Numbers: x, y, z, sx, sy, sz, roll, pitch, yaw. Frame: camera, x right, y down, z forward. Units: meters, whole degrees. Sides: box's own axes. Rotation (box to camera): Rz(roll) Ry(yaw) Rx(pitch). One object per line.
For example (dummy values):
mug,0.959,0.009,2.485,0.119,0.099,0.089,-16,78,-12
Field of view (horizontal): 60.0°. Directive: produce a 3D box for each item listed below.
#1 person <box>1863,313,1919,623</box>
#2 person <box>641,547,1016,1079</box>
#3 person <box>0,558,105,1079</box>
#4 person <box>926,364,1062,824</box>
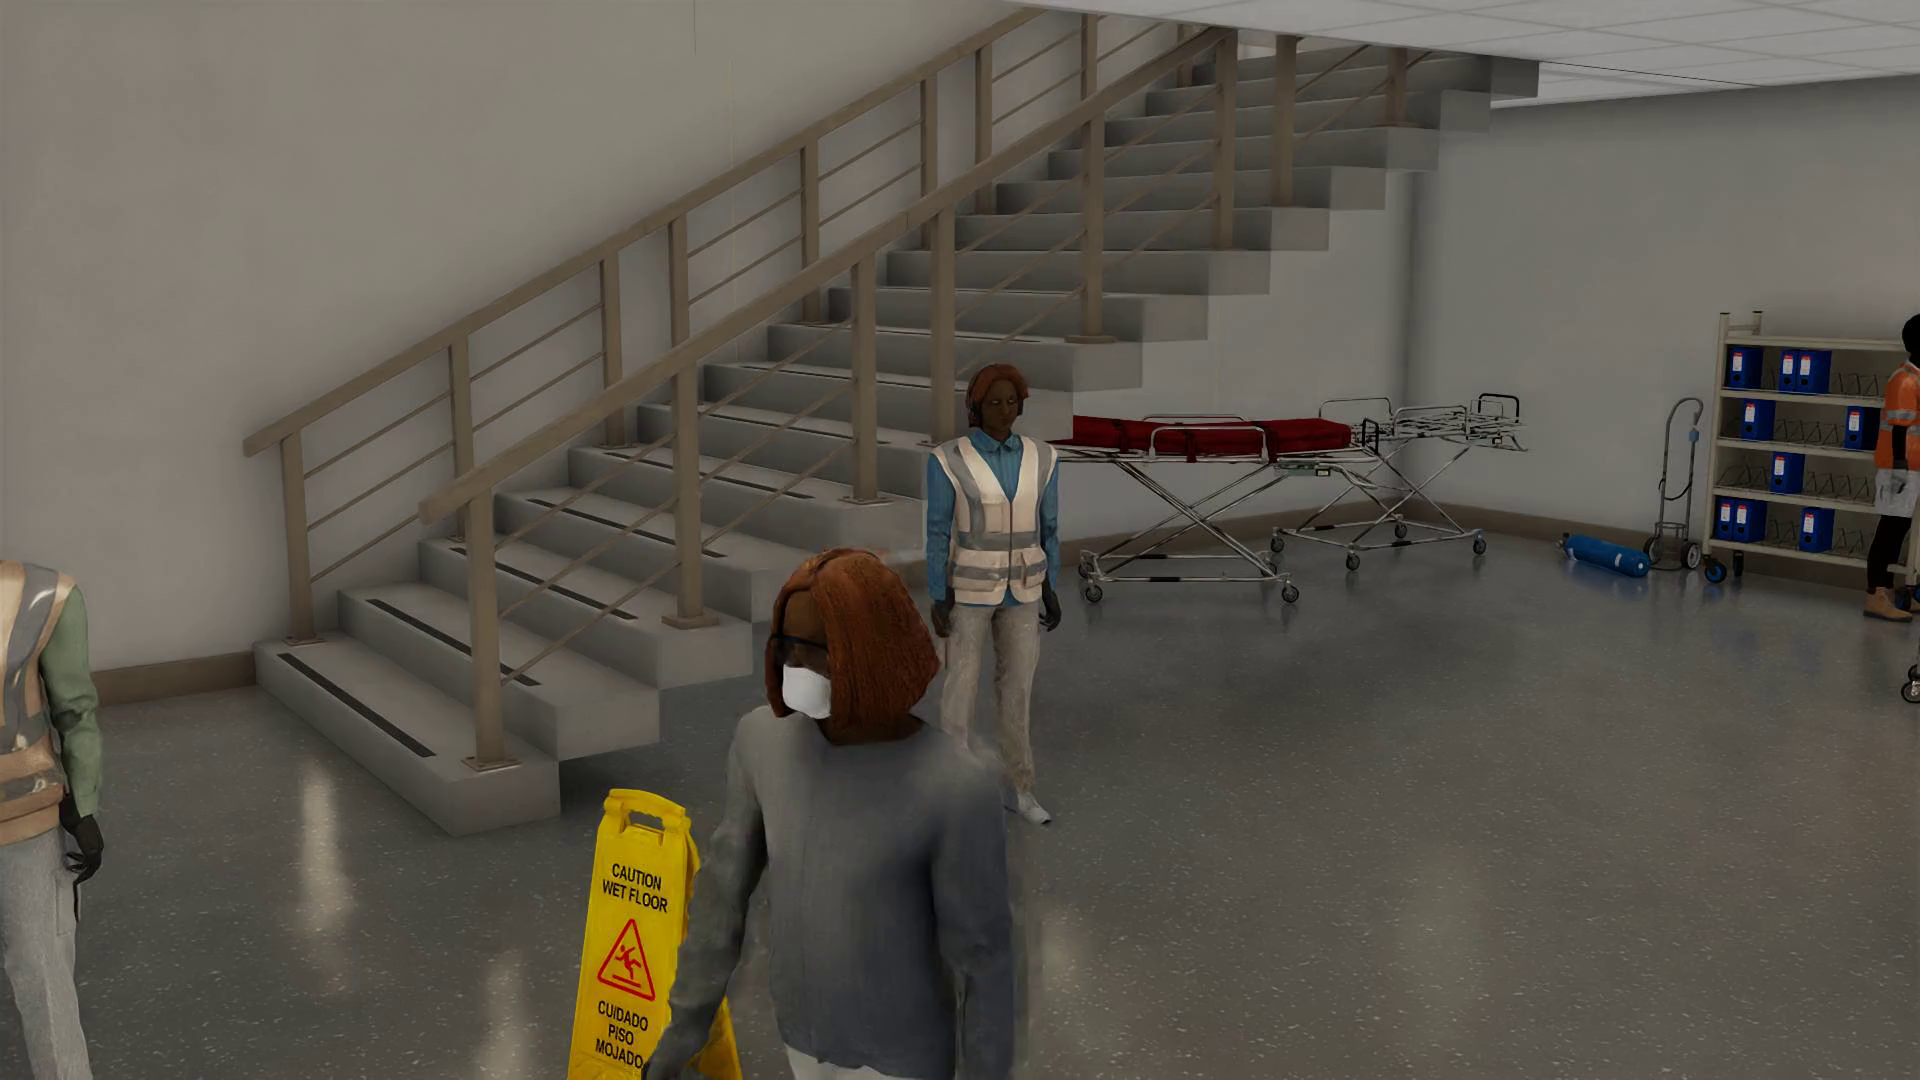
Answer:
person,5.222,-0.405,9.161,0.317,1.696,0.540,9,13,41
person,-0.194,0.801,2.533,0.515,1.590,0.870,8,13,40
person,-2.069,0.609,3.479,0.517,1.645,0.308,-4,11,-24
person,0.117,0.204,5.822,0.514,1.641,0.308,-5,11,-25
